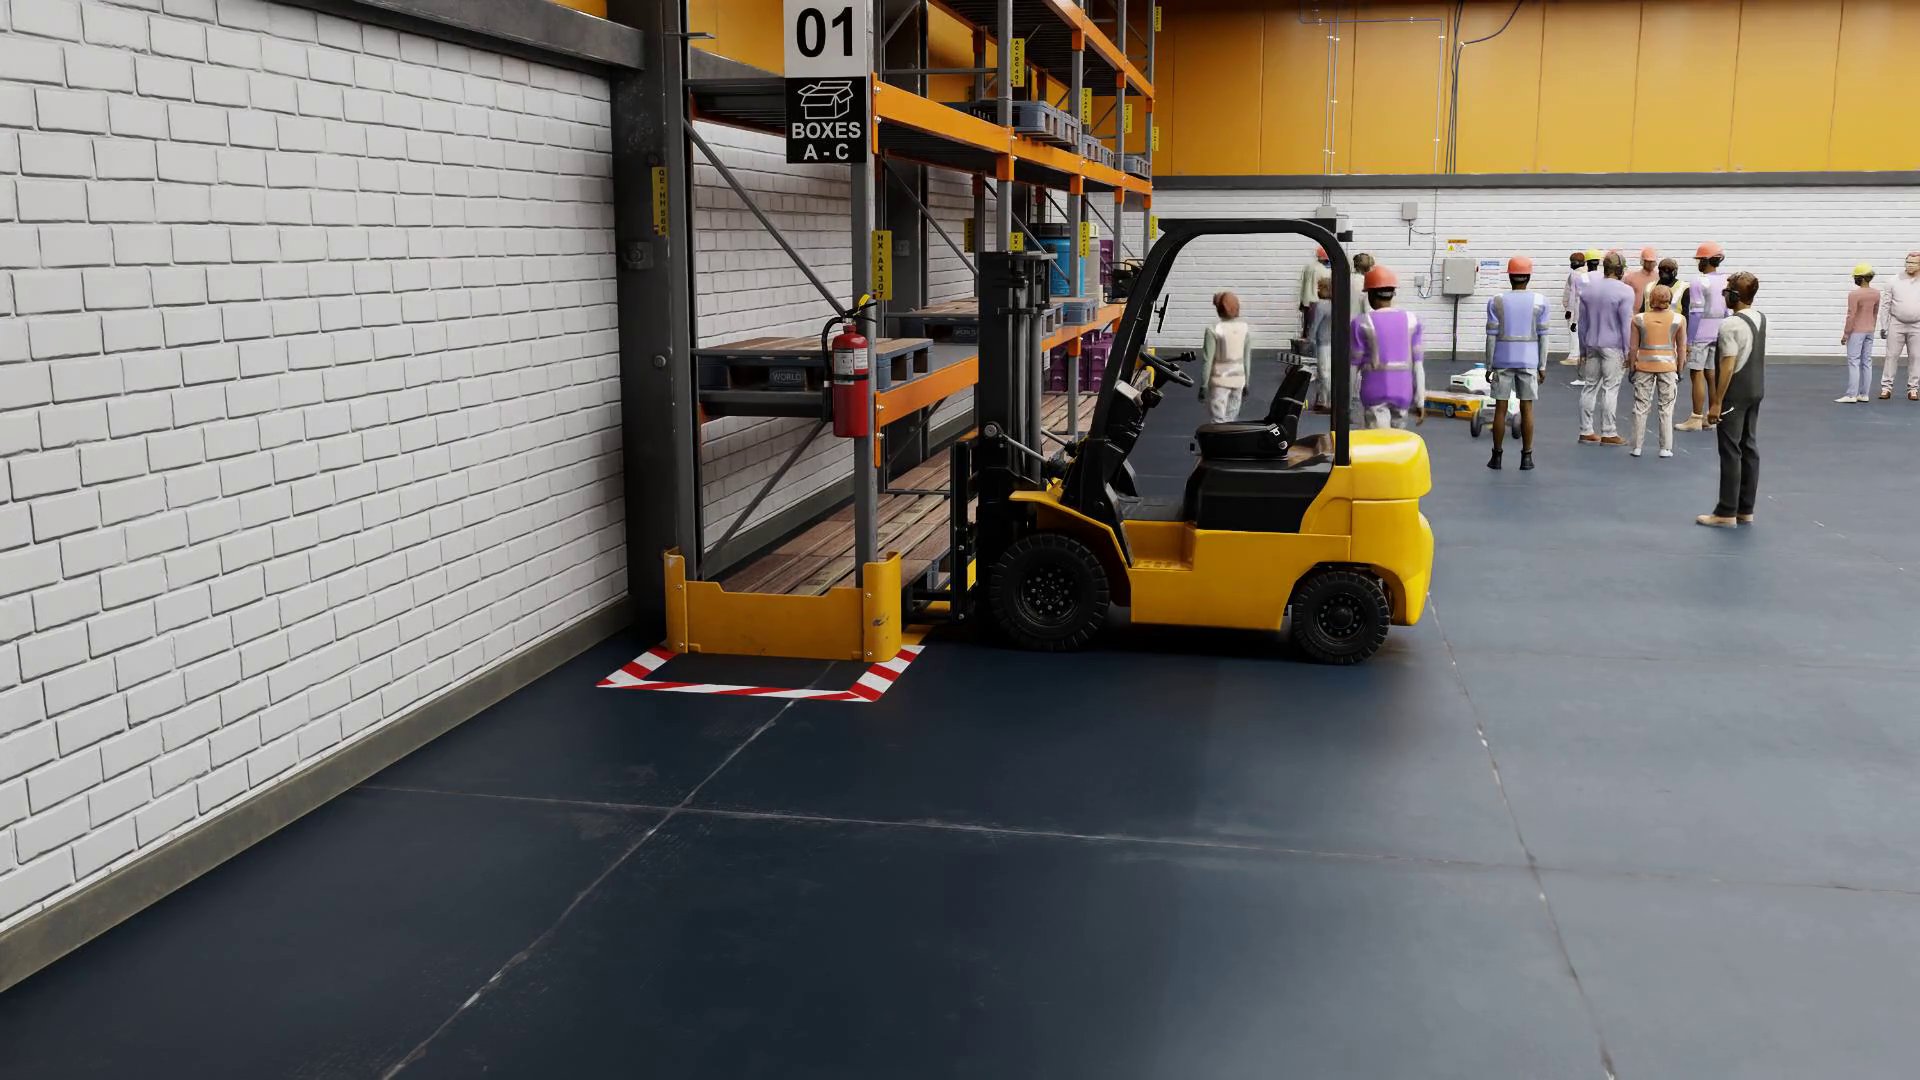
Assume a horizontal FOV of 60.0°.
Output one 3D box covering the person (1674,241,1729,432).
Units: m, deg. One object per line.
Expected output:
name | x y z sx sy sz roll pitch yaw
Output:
person | 7.985 -2.178 17.880 0.614 2.042 0.373 -6 12 -30

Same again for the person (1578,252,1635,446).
person | 6.488 -1.912 16.707 0.354 1.937 0.635 -6 12 -28

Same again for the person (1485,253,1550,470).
person | 4.995 -1.594 14.954 0.545 1.942 0.350 3 11 16

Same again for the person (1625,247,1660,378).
person | 9.805 -3.224 23.860 0.622 1.972 0.886 1 10 5

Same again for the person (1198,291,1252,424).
person | 2.318 -1.337 14.469 0.524 1.649 0.516 -7 12 -32

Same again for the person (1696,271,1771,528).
person | 5.592 -1.005 11.989 0.506 1.846 0.348 -6 12 -32

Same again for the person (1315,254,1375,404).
person | 4.782 -2.590 20.583 0.976 1.884 0.731 -9 14 -42

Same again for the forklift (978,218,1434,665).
forklift | 1.285 -0.567 8.635 2.313 2.155 1.214 2 11 11

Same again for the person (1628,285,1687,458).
person | 6.602 -1.593 15.779 0.514 1.641 0.309 5 11 23

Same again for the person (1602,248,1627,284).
person | 10.084 -3.571 25.860 0.723 1.921 0.554 -5 12 -26

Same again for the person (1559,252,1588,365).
person | 10.080 -3.780 27.230 0.429 1.838 0.621 9 14 42

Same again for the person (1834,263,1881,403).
person | 11.333 -2.602 20.965 0.525 1.769 0.308 -5 11 -24

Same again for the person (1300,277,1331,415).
person | 4.247 -2.272 19.548 0.535 1.615 0.519 9 13 39

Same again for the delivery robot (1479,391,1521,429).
delivery robot | 5.705 -1.413 17.512 0.477 0.478 0.707 5 12 28

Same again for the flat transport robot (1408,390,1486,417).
flat transport robot | 5.792 -1.619 19.674 0.652 0.197 1.431 -6 12 -29

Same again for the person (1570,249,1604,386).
person | 8.856 -3.122 23.378 0.591 1.923 0.382 -3 11 -15

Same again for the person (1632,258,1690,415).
person | 8.250 -2.381 19.549 0.429 1.844 0.627 -9 14 -40

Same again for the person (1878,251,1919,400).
person | 12.176 -2.741 21.352 0.643 1.905 0.399 6 12 29

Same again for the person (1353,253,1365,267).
person | 6.745 -3.837 27.615 0.647 1.821 0.347 -5 12 -28

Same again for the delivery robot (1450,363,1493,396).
delivery robot | 6.293 -1.898 20.167 0.707 0.478 0.477 -6 12 -29

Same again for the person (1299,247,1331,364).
person | 5.873 -3.883 27.524 0.380 1.943 0.743 -6 12 -30

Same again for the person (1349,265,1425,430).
person | 3.052 -1.029 12.030 0.550 1.880 0.937 -2 11 -13
